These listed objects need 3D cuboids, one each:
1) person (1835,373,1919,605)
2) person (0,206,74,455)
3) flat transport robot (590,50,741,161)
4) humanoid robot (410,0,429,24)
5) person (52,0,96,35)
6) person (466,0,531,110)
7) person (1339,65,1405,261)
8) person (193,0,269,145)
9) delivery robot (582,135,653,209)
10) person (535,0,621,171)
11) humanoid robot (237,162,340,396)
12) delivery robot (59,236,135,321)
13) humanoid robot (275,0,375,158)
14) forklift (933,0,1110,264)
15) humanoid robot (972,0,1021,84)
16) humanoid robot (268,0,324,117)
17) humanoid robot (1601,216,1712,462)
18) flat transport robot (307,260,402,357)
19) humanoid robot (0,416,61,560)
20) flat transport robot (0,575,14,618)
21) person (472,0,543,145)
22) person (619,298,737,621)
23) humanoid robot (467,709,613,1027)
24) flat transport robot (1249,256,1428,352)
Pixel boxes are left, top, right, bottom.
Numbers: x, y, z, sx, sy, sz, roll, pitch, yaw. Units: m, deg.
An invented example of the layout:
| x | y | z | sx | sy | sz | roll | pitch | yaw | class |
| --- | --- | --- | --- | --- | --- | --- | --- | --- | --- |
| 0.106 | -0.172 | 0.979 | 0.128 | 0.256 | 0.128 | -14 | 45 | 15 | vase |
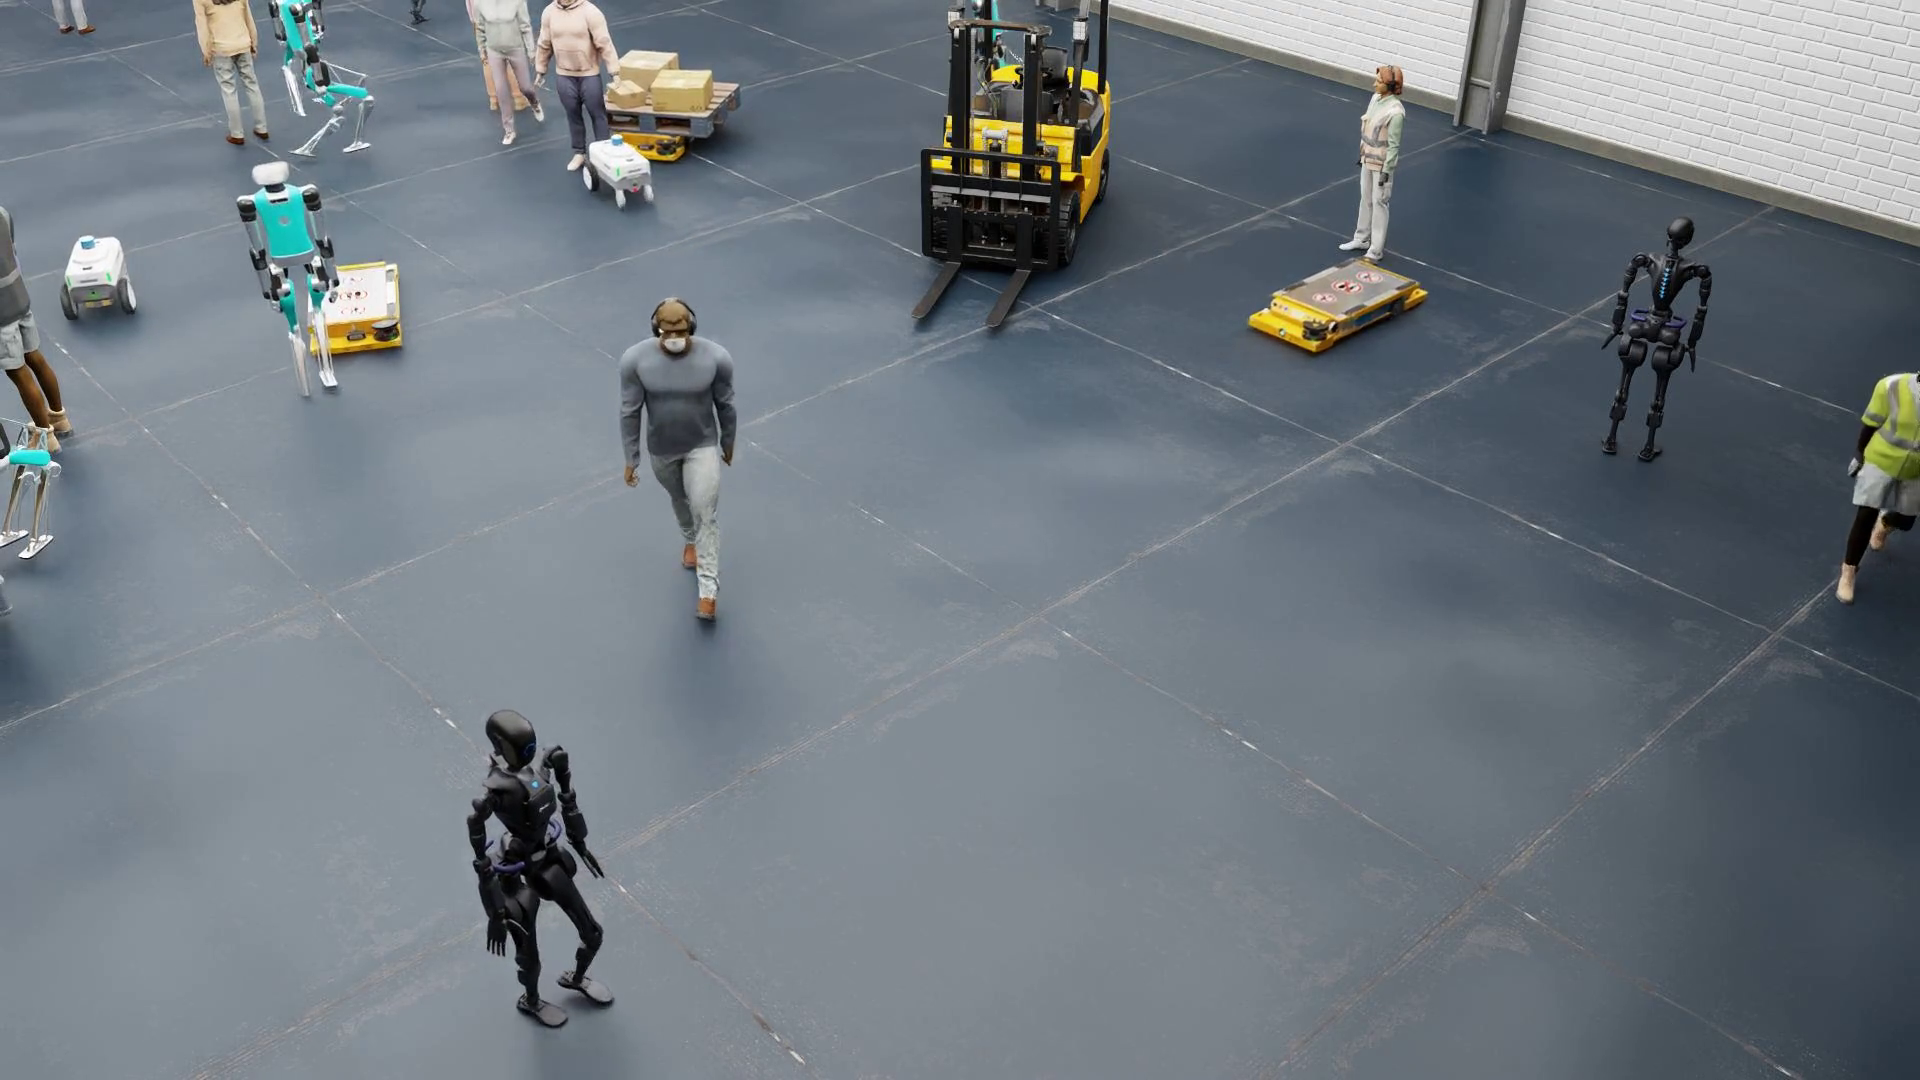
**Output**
| x | y | z | sx | sy | sz | roll | pitch | yaw | class |
| --- | --- | --- | --- | --- | --- | --- | --- | --- | --- |
| 5.433 | -0.467 | 9.598 | 0.546 | 1.676 | 0.650 | 14 | 35 | 20 | person |
| -6.274 | -1.500 | 10.855 | 0.370 | 2.044 | 0.605 | -2 | 33 | -3 | person |
| -2.884 | -4.082 | 16.447 | 0.659 | 0.231 | 1.431 | 7 | 34 | 11 | flat transport robot |
| -6.479 | -6.876 | 19.456 | 0.604 | 1.644 | 0.409 | 16 | 36 | 23 | humanoid robot |
| -10.368 | -6.652 | 19.136 | 0.475 | 1.641 | 0.338 | 2 | 33 | 3 | person |
| -4.711 | -5.251 | 16.854 | 0.536 | 1.781 | 0.401 | 3 | 33 | 5 | person |
| 3.427 | -3.087 | 13.658 | 0.306 | 1.640 | 0.513 | -7 | 34 | -11 | person |
| -7.022 | -4.755 | 16.025 | 0.405 | 1.867 | 0.565 | 26 | 41 | 34 | person |
| -3.090 | -3.380 | 15.109 | 0.499 | 0.598 | 0.802 | -19 | 37 | -26 | delivery robot |
| -3.525 | -4.343 | 15.395 | 0.810 | 1.858 | 0.438 | 5 | 33 | 7 | person |
| -4.651 | -1.832 | 11.684 | 0.537 | 1.828 | 0.728 | -14 | 36 | -20 | humanoid robot |
| -6.819 | -2.092 | 13.136 | 0.499 | 0.604 | 0.806 | -10 | 34 | -15 | delivery robot |
| -5.925 | -4.387 | 15.563 | 0.954 | 1.759 | 0.542 | -20 | 38 | -28 | humanoid robot |
| 0.570 | -3.725 | 14.138 | 1.214 | 2.155 | 2.313 | 9 | 34 | 13 | forklift |
| 0.469 | -4.379 | 15.638 | 0.738 | 1.870 | 0.552 | 6 | 34 | 10 | humanoid robot |
| -6.790 | -5.203 | 16.855 | 0.532 | 1.802 | 0.797 | -27 | 42 | -35 | humanoid robot |
| 4.541 | -1.327 | 10.908 | 0.599 | 1.657 | 0.315 | 17 | 37 | 25 | humanoid robot |
| -4.732 | -1.846 | 13.010 | 0.659 | 0.231 | 1.431 | -9 | 34 | -14 | flat transport robot |
| -5.679 | -0.695 | 9.778 | 0.533 | 1.672 | 0.735 | 13 | 35 | 19 | humanoid robot |
| -6.105 | 0.524 | 9.368 | 0.659 | 0.231 | 1.431 | -28 | 42 | -36 | flat transport robot |
| -4.392 | -4.762 | 16.151 | 0.549 | 1.741 | 0.630 | -3 | 33 | -4 | person |
| -1.584 | -0.494 | 9.456 | 0.647 | 1.879 | 1.053 | -1 | 33 | -1 | person |
| -1.746 | 1.362 | 6.788 | 0.369 | 1.645 | 0.584 | 18 | 37 | 26 | humanoid robot |
| 2.979 | -1.858 | 13.028 | 1.431 | 0.231 | 0.659 | -26 | 41 | -34 | flat transport robot |
